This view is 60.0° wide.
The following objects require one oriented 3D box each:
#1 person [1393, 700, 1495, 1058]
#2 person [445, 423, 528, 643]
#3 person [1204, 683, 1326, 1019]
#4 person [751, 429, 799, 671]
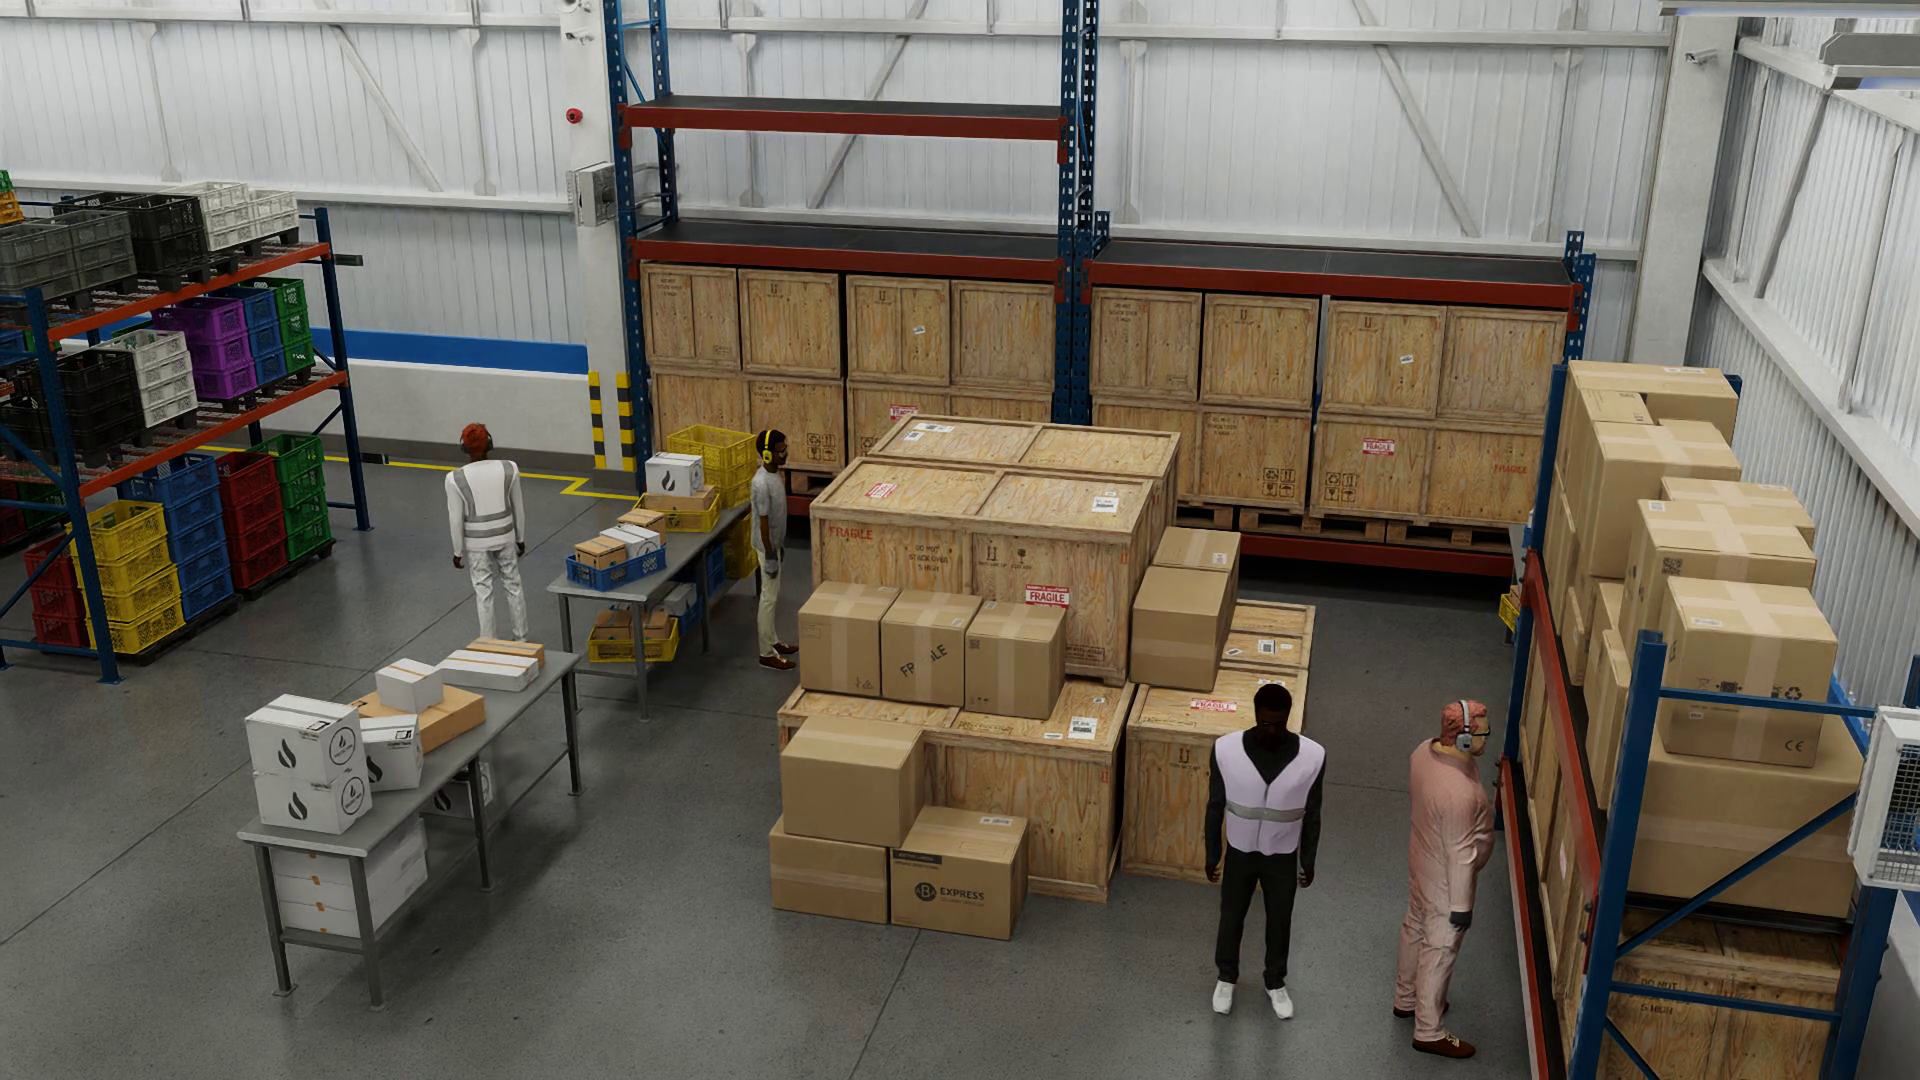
[{"bbox_3d":[2.450,1.674,8.355,0.409,1.908,0.641,-1,21,-3],"label":"person"},{"bbox_3d":[-3.600,0.020,12.715,0.575,1.882,0.362,-13,24,-30],"label":"person"},{"bbox_3d":[1.552,1.588,8.579,0.585,1.909,0.383,3,21,7],"label":"person"},{"bbox_3d":[-1.414,0.057,12.633,0.332,1.874,0.520,1,21,2],"label":"person"}]
